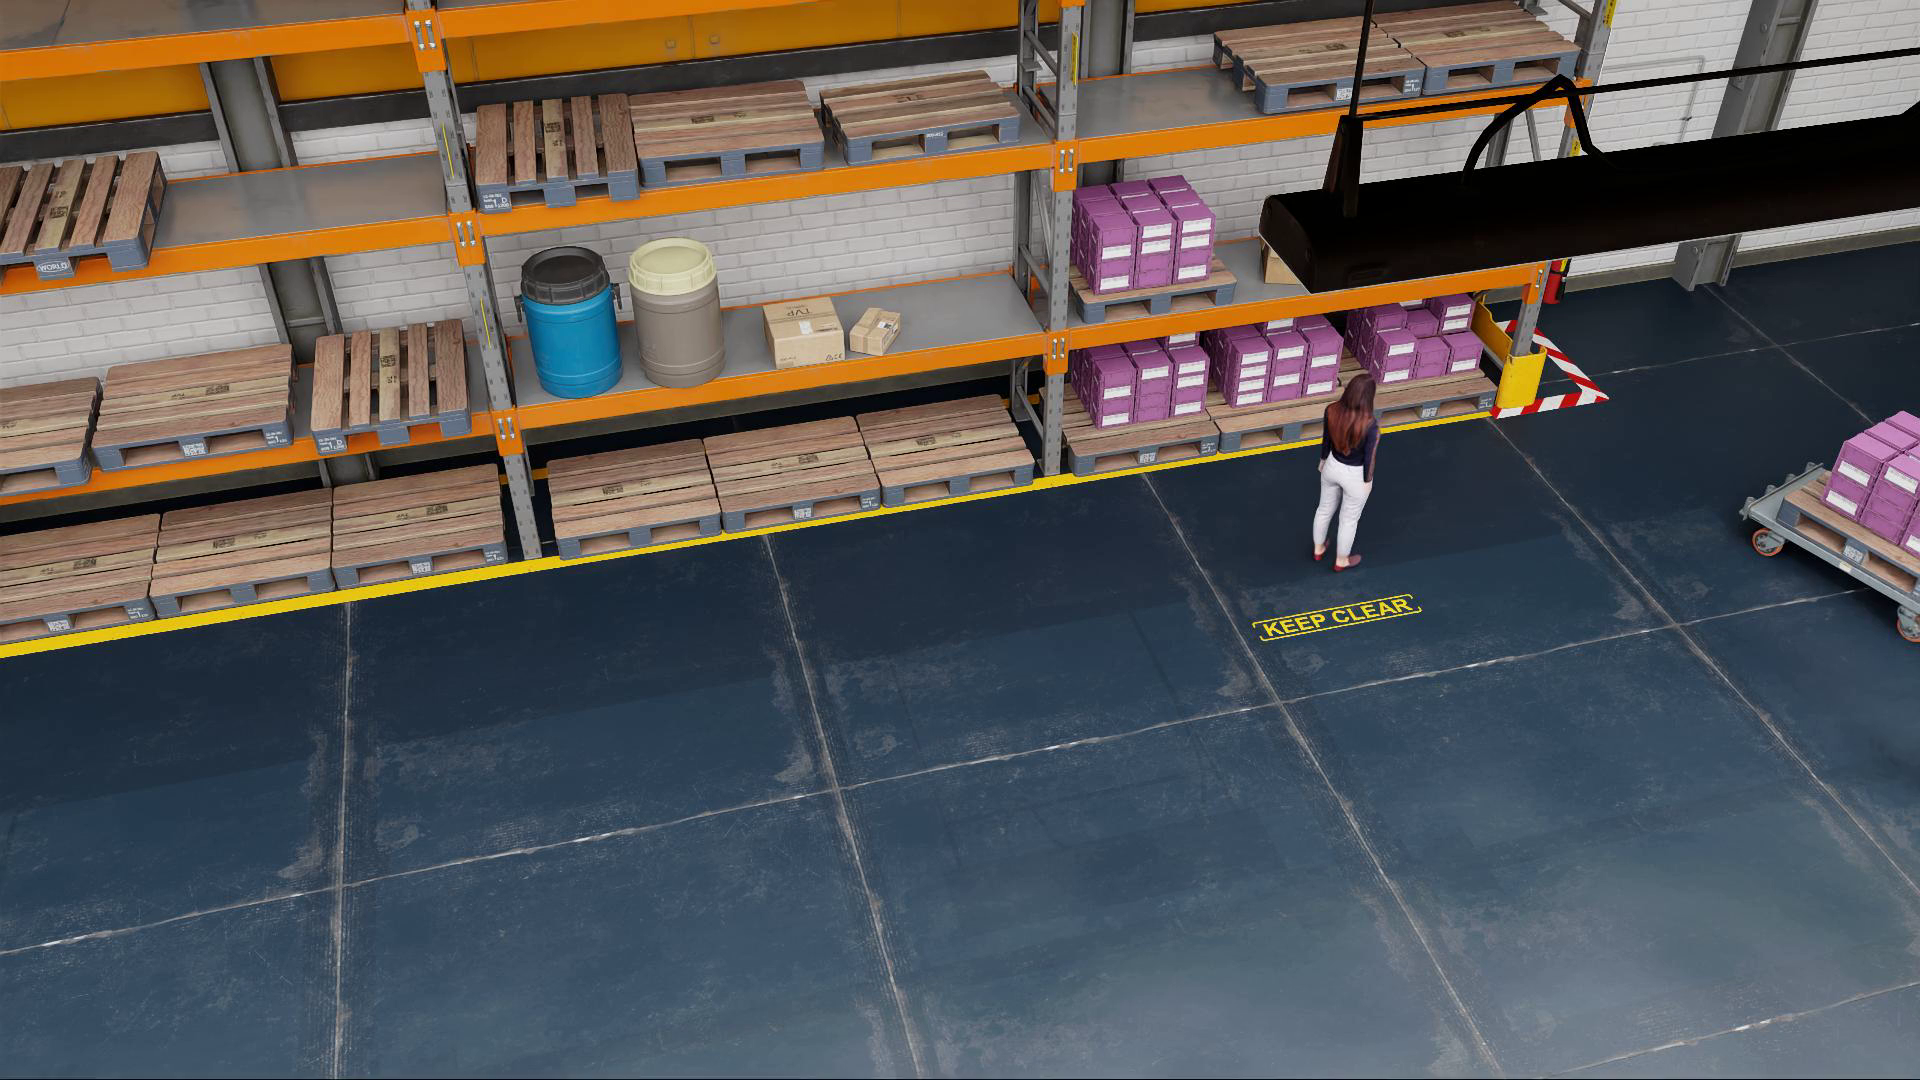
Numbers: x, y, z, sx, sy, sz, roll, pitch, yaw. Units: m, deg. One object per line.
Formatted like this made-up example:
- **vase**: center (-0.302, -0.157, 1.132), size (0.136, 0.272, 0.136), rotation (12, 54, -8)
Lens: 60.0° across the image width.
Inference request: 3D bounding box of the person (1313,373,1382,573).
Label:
- **person**: center (2.734, -0.473, 11.714), size (0.682, 1.603, 0.675), rotation (-31, 48, -33)
